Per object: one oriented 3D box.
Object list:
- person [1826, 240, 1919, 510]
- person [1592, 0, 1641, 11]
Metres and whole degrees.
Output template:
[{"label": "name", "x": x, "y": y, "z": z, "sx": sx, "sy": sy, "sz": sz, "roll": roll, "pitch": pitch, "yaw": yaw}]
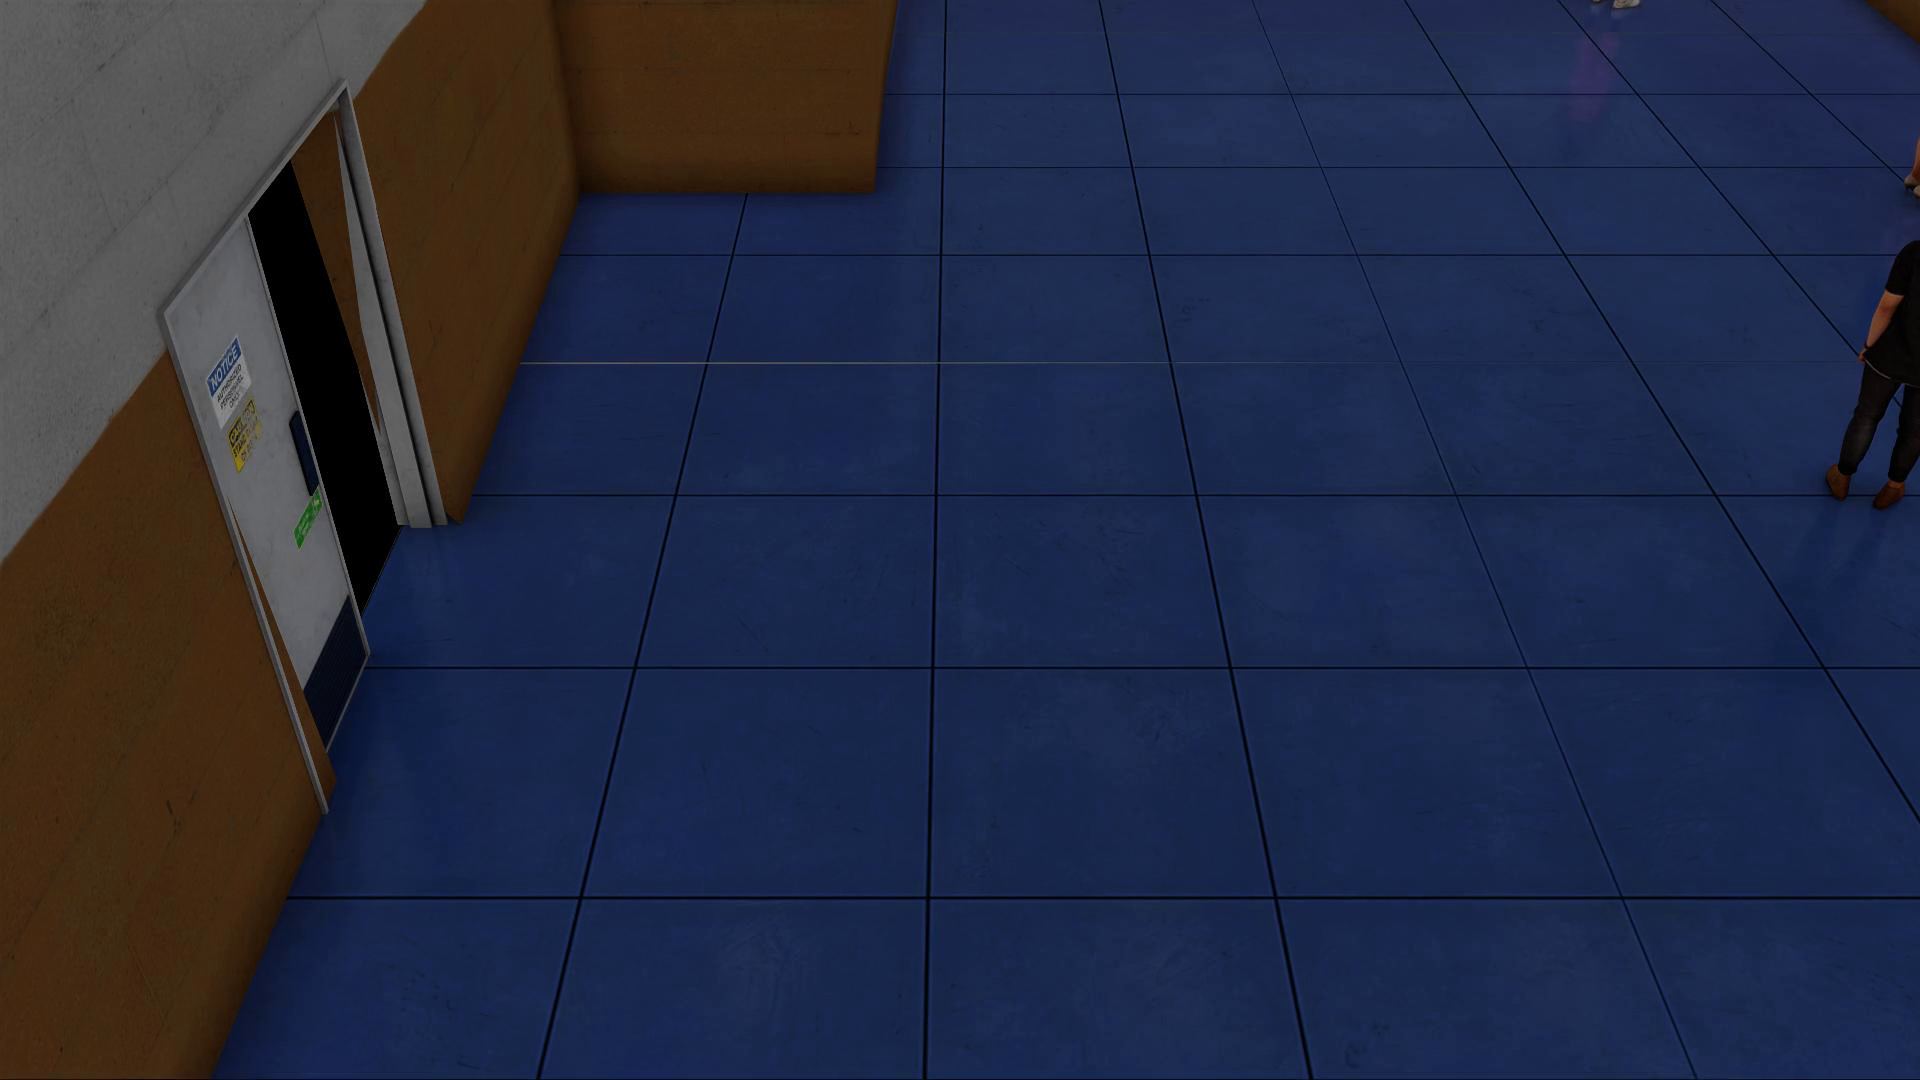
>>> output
[{"label": "person", "x": 4.610, "y": -0.923, "z": 8.011, "sx": 0.655, "sy": 1.715, "sz": 0.763, "roll": 20, "pitch": 41, "yaw": 24}, {"label": "person", "x": 5.631, "y": -5.353, "z": 13.893, "sx": 0.683, "sy": 1.740, "sz": 0.652, "roll": -23, "pitch": 43, "yaw": -28}]
